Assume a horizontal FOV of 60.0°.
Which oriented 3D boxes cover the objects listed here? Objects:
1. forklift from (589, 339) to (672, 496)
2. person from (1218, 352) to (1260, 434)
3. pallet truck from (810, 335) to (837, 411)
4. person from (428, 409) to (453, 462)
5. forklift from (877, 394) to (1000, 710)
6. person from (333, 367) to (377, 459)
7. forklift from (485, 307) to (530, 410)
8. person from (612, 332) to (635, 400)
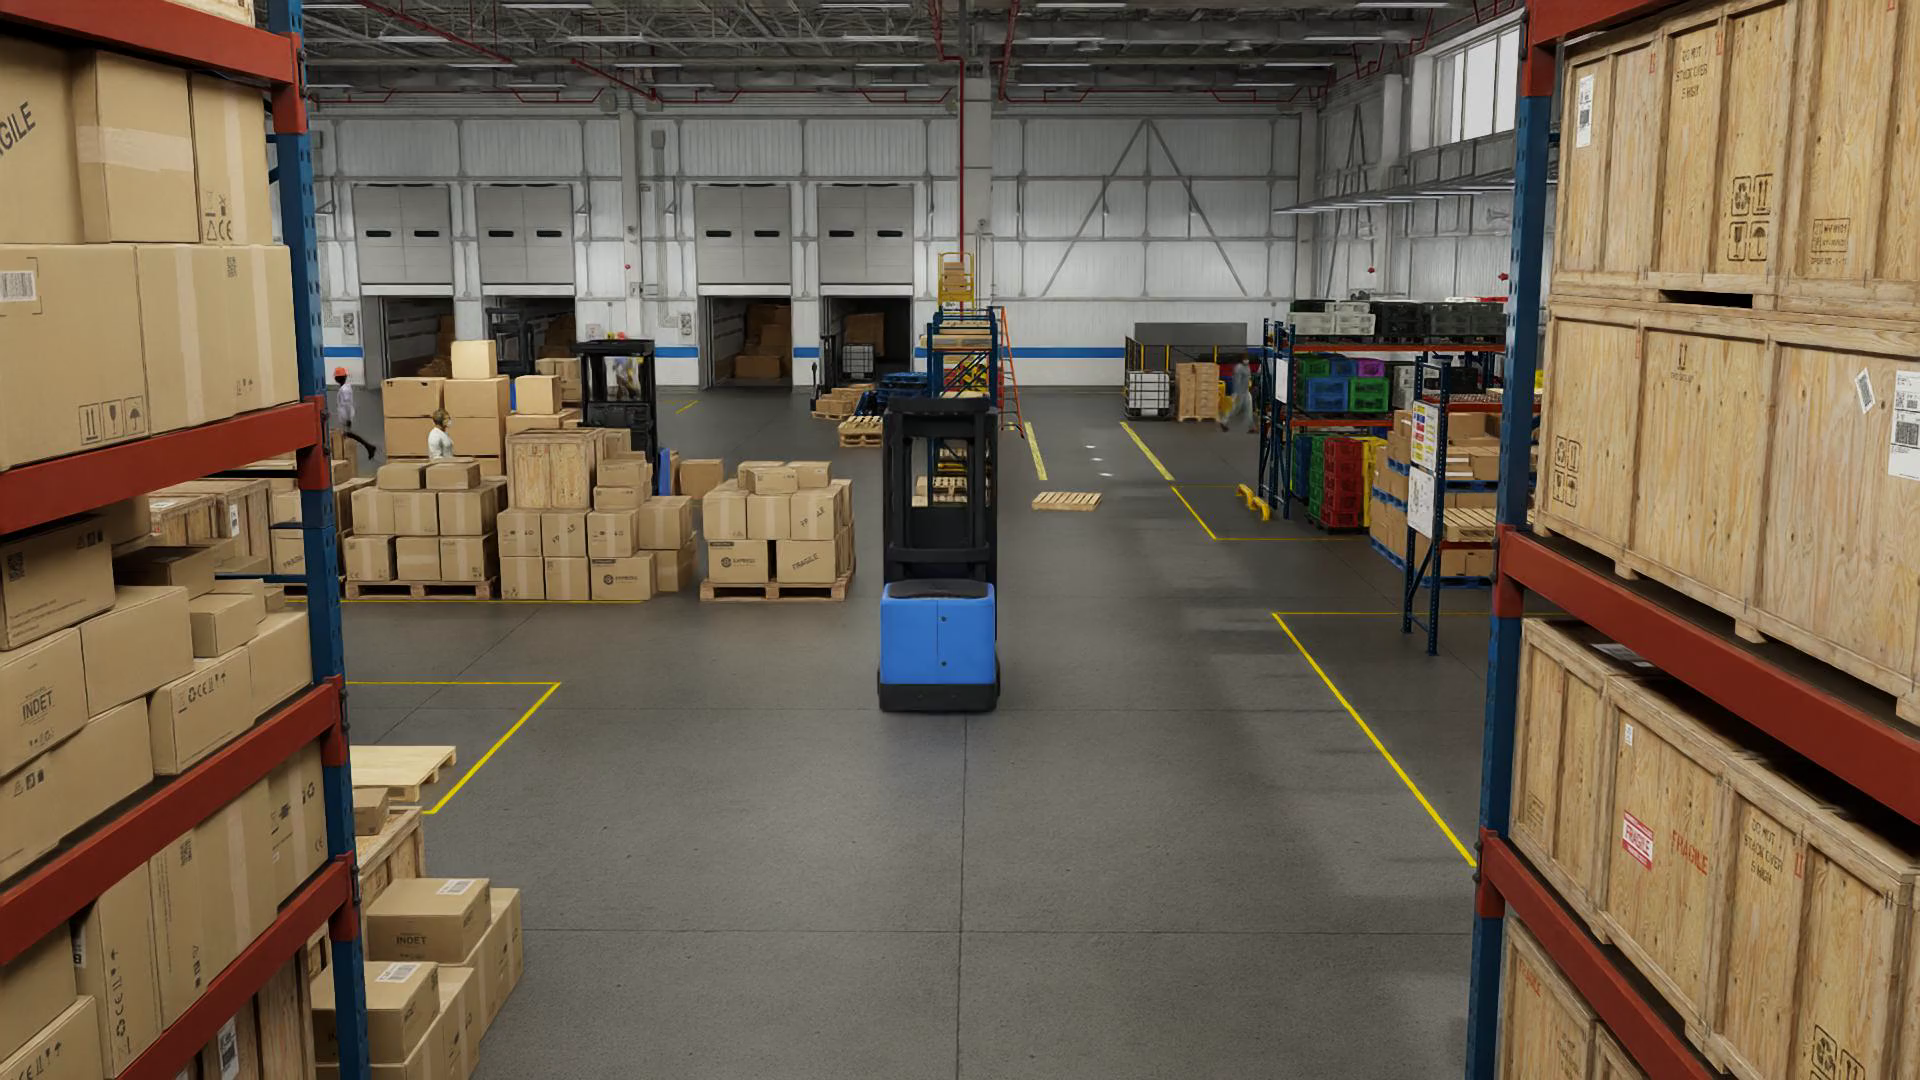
[{"bbox_3d":[-5.074,-1.646,25.196,1.129,2.768,1.873,0,10,1],"label":"forklift"},{"bbox_3d":[6.381,-3.369,38.020,0.947,1.897,0.646,7,12,35],"label":"person"},{"bbox_3d":[-3.021,-4.312,43.126,1.885,1.965,0.823,3,10,17],"label":"pallet truck"},{"bbox_3d":[-7.311,-0.888,23.541,0.372,1.940,0.629,-1,10,-6],"label":"person"},{"bbox_3d":[-0.191,0.036,15.495,1.129,2.768,1.873,0,10,1],"label":"forklift"},{"bbox_3d":[-12.016,-2.466,32.765,0.832,1.910,0.546,-3,10,-17],"label":"person"},{"bbox_3d":[-10.751,-4.150,39.642,1.129,2.768,1.873,0,10,1],"label":"forklift"},{"bbox_3d":[-9.510,-4.905,46.827,0.740,1.909,0.558,-8,13,-39],"label":"person"}]
